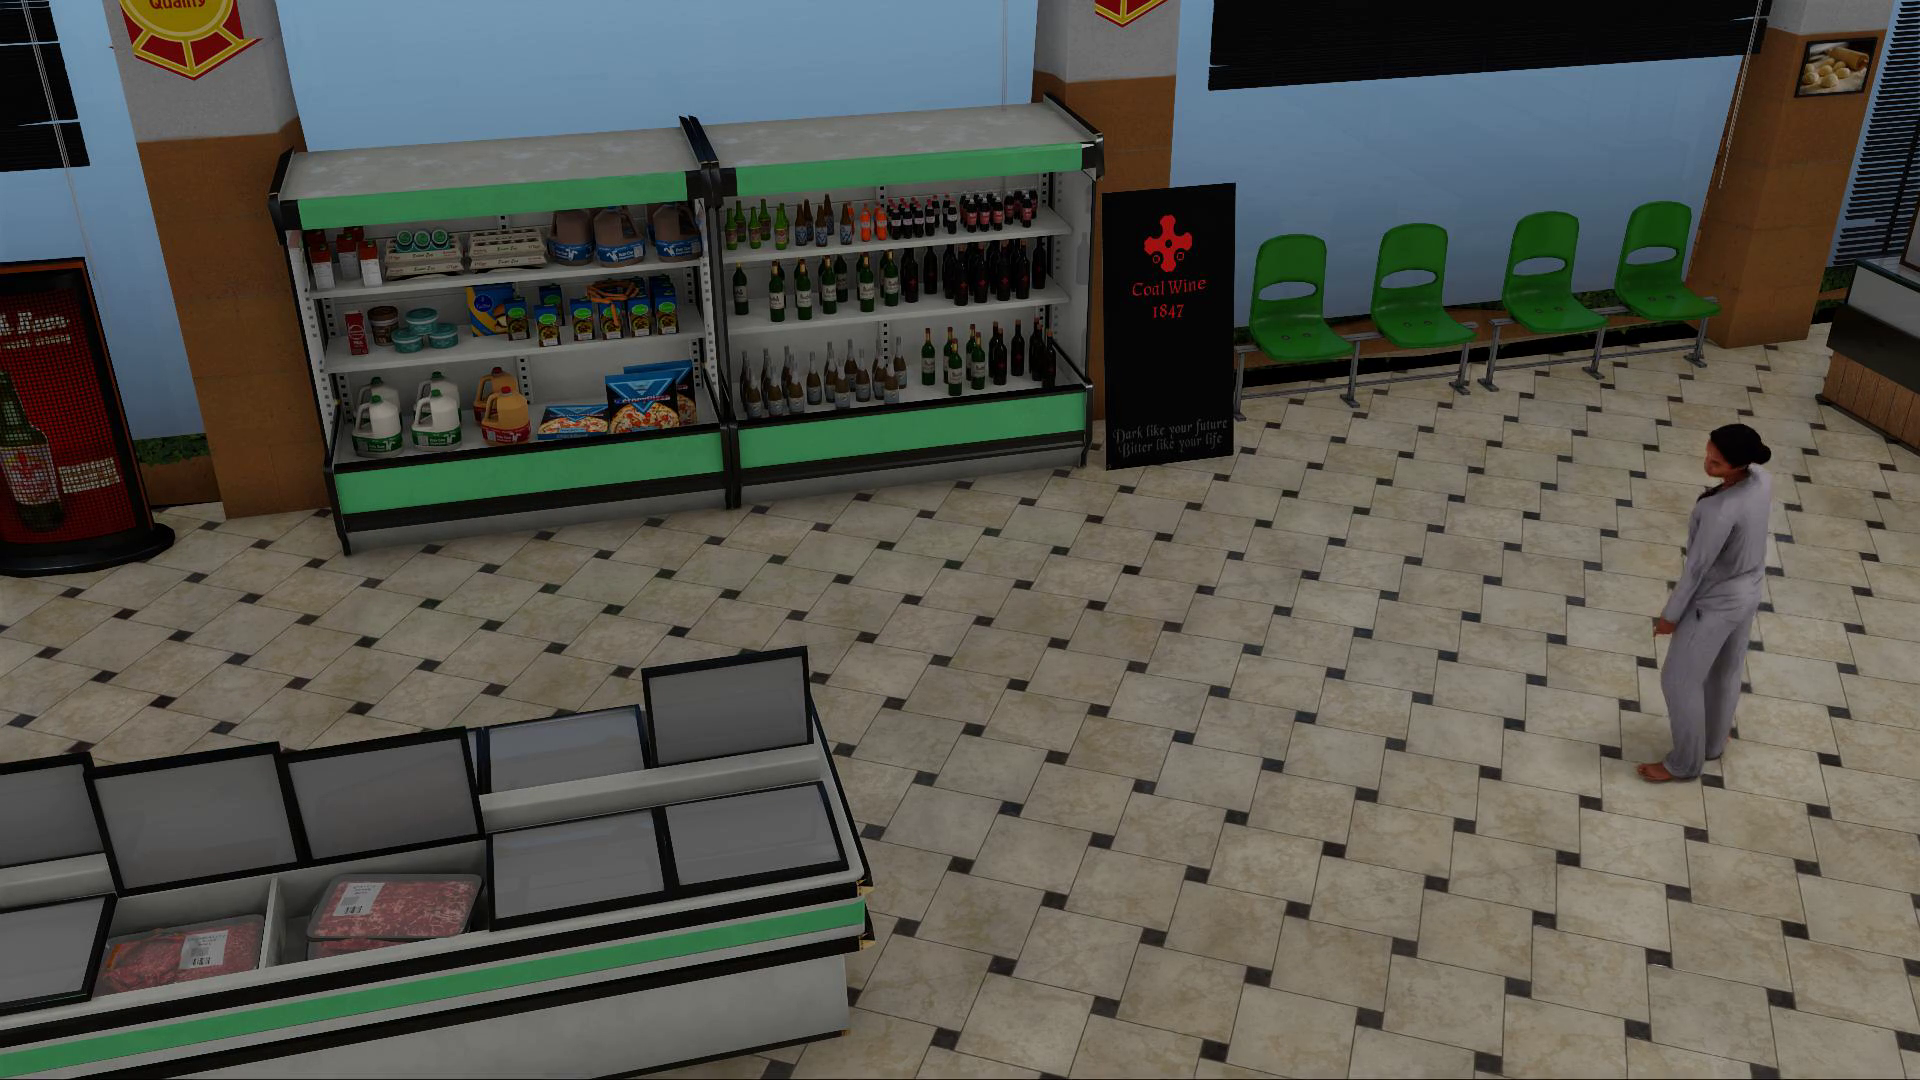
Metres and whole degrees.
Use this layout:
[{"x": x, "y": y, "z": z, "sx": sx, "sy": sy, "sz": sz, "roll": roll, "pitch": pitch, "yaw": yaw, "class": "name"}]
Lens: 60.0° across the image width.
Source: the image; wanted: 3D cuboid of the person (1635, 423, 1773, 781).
[{"x": 3.382, "y": 0.254, "z": 7.280, "sx": 0.697, "sy": 1.709, "sz": 0.917, "roll": -13, "pitch": 31, "yaw": -23, "class": "person"}]
